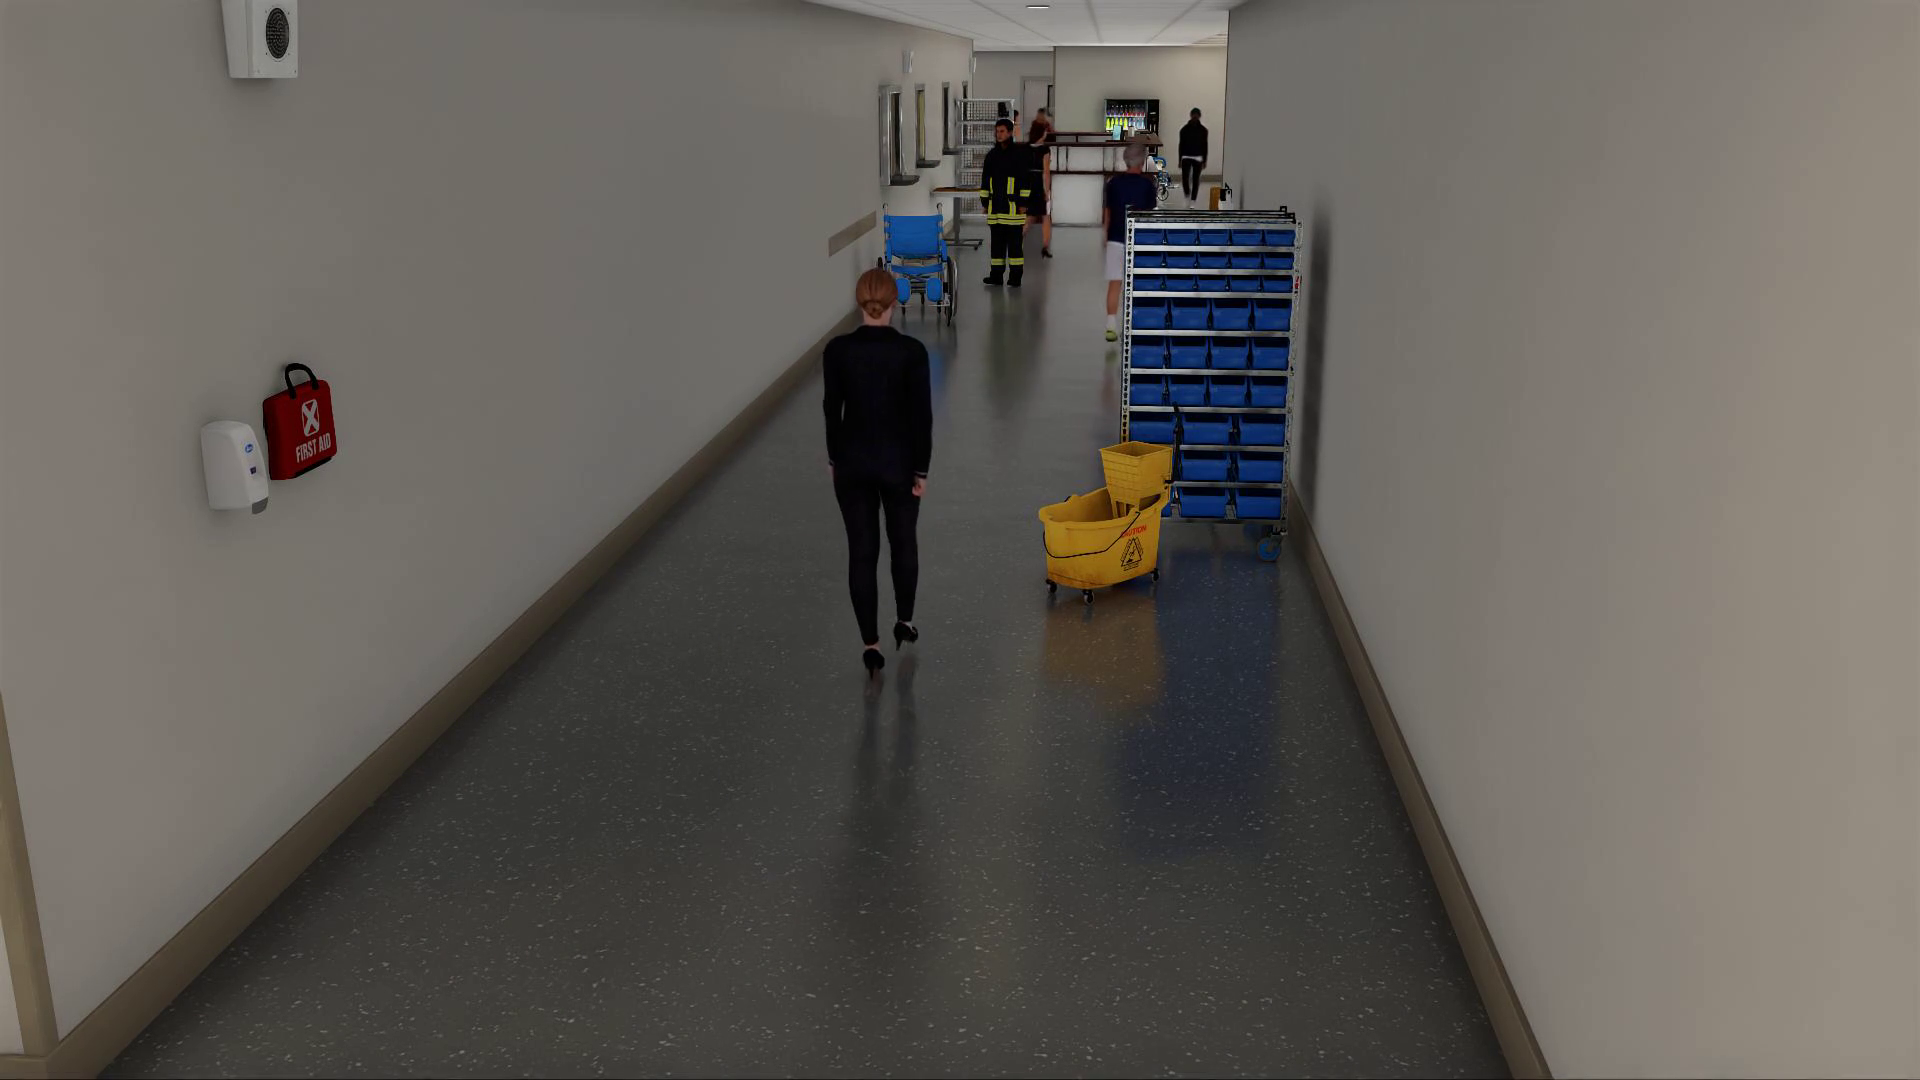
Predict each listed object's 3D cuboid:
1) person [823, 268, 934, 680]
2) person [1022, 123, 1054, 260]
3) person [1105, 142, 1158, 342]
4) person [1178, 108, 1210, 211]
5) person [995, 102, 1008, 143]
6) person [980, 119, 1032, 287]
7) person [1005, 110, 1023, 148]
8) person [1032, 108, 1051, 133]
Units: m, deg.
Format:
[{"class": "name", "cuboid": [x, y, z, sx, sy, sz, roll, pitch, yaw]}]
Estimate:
[{"class": "person", "cuboid": [-0.351, -0.241, 6.768, 0.688, 1.665, 0.668, 1, 16, 4]}, {"class": "person", "cuboid": [0.957, -4.539, 21.826, 1.082, 1.768, 0.975, 10, 19, 32]}, {"class": "person", "cuboid": [1.499, -2.661, 15.119, 1.177, 1.793, 0.851, 4, 16, 15]}, {"class": "person", "cuboid": [4.213, -6.868, 30.011, 0.604, 1.810, 0.770, 3, 16, 10]}, {"class": "person", "cuboid": [1.113, -10.772, 43.994, 0.504, 1.736, 0.687, -1, 16, -3]}, {"class": "person", "cuboid": [0.545, -3.940, 19.408, 0.783, 1.926, 0.948, 9, 18, 28]}, {"class": "person", "cuboid": [0.987, -6.999, 30.556, 0.716, 1.765, 0.676, -9, 18, -29]}, {"class": "person", "cuboid": [1.845, -9.040, 38.076, 0.741, 1.612, 0.789, -5, 16, -17]}]
